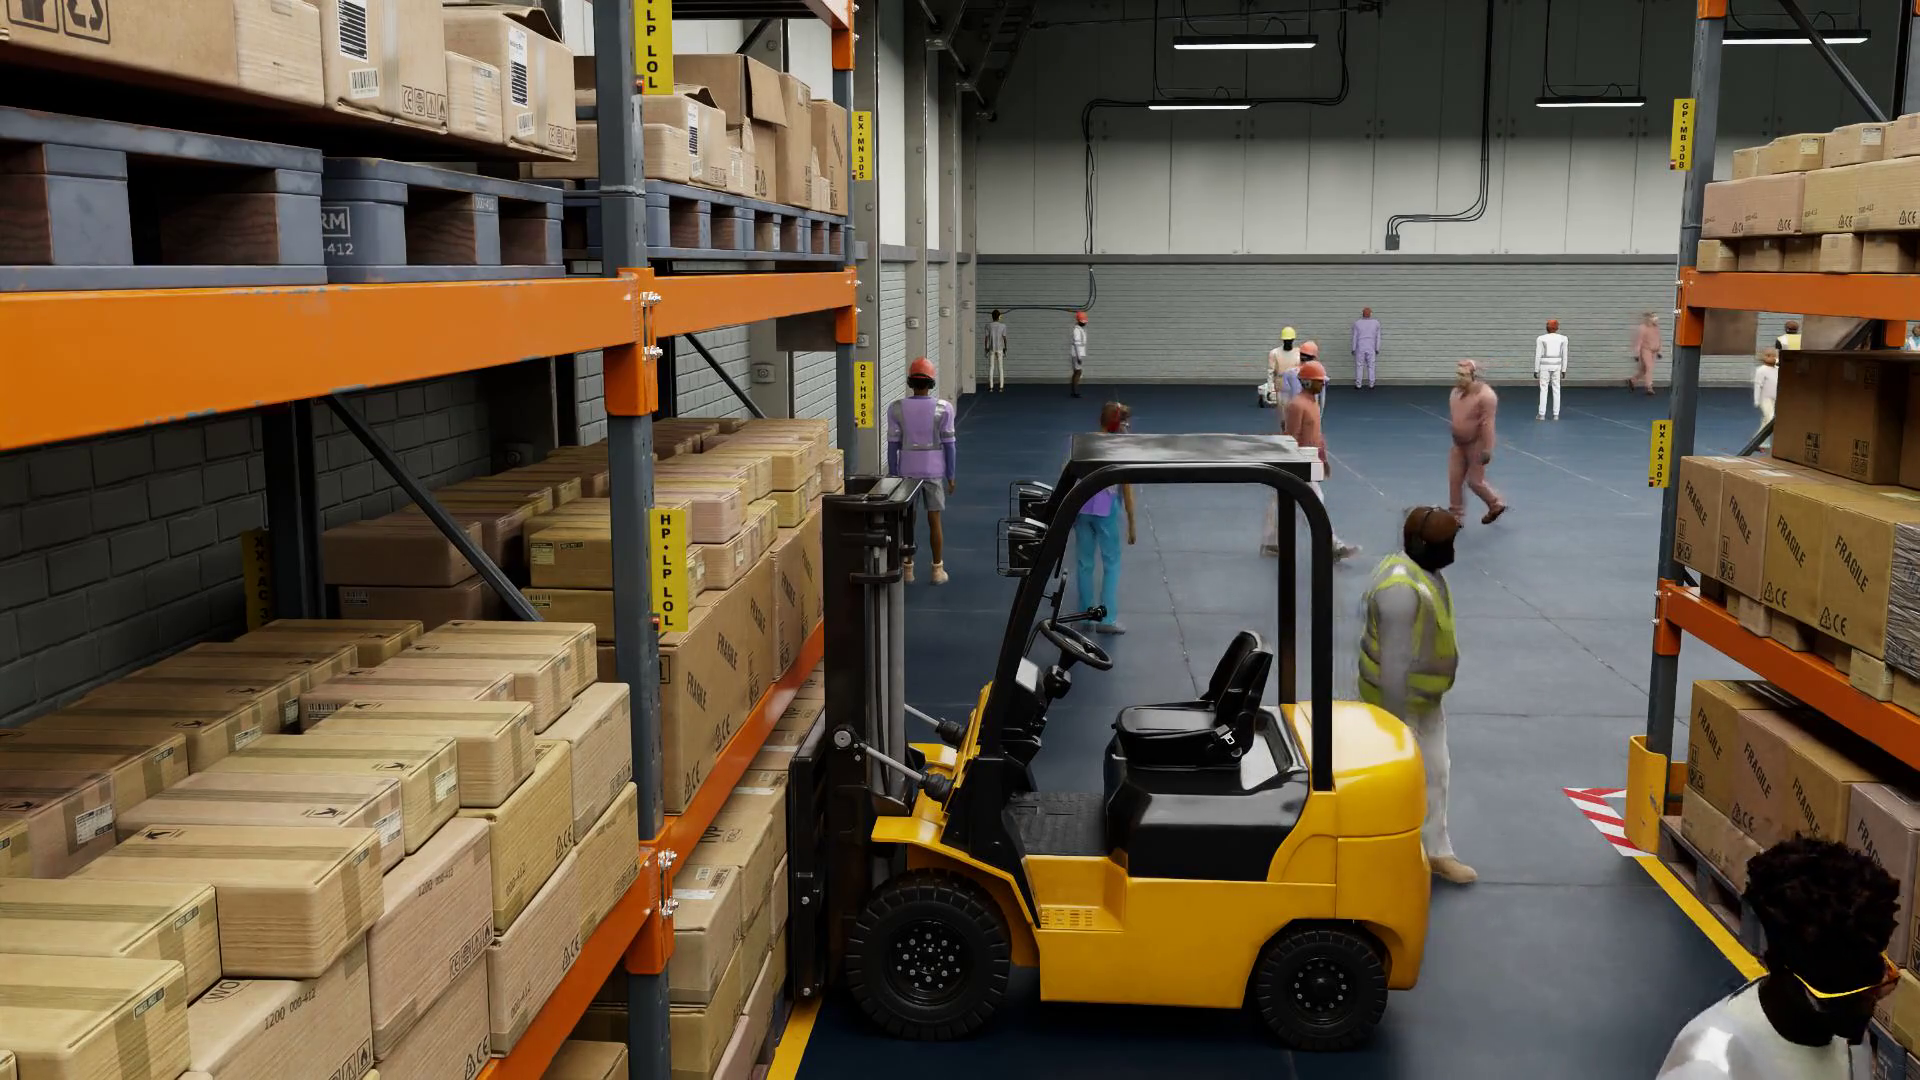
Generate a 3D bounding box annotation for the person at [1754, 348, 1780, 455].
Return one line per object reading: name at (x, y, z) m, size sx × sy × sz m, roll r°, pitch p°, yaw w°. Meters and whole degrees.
person at (12.326, -2.094, 25.231) m, size 0.512 × 1.614 × 0.586 m, roll -5°, pitch 11°, yaw -28°

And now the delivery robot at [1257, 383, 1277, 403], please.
delivery robot at (6.270, -3.006, 33.668) m, size 0.477 × 0.478 × 0.707 m, roll -1°, pitch 10°, yaw -5°

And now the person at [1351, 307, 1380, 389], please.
person at (9.392, -4.435, 38.524) m, size 0.653 × 1.906 × 0.408 m, roll 1°, pitch 9°, yaw 4°

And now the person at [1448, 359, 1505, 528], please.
person at (5.583, -1.032, 18.004) m, size 0.654 × 1.874 × 0.664 m, roll -6°, pitch 11°, yaw -31°

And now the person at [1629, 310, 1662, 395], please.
person at (15.253, -4.167, 36.982) m, size 0.639 × 1.881 × 0.753 m, roll -7°, pitch 12°, yaw -36°

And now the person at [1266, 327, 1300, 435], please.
person at (5.075, -2.352, 25.919) m, size 0.590 × 1.896 × 0.806 m, roll 3°, pitch 10°, yaw 19°

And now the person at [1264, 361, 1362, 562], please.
person at (3.426, -0.762, 16.150) m, size 1.008 × 1.937 × 0.647 m, roll 5°, pitch 10°, yaw 26°

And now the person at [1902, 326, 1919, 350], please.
person at (20.049, -3.688, 34.899) m, size 0.531 × 1.599 × 0.823 m, roll 5°, pitch 11°, yaw 29°

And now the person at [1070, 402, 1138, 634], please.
person at (1.071, -0.164, 12.953) m, size 0.603 × 1.815 × 0.415 m, roll 6°, pitch 11°, yaw 32°

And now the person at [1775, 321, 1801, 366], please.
person at (15.549, -3.182, 31.197) m, size 0.655 × 1.832 × 0.430 m, roll -1°, pitch 9°, yaw -3°

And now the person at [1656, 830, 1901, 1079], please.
person at (1.373, 1.413, 3.023) m, size 0.618 × 1.920 × 0.596 m, roll -6°, pitch 11°, yaw -34°

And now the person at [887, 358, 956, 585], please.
person at (-0.344, -0.613, 14.946) m, size 0.615 × 2.042 × 0.378 m, roll 1°, pitch 9°, yaw 4°

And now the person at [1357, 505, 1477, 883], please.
person at (2.005, 0.704, 7.732) m, size 0.760 × 1.801 × 0.683 m, roll 6°, pitch 11°, yaw 33°

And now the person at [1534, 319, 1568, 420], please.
person at (10.983, -3.172, 30.938) m, size 0.585 × 1.882 × 0.343 m, roll 1°, pitch 9°, yaw 4°

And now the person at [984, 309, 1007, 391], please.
person at (0.814, -4.319, 37.932) m, size 0.535 × 1.869 × 0.314 m, roll 1°, pitch 9°, yaw 4°

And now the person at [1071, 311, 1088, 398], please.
person at (2.595, -4.023, 36.098) m, size 0.470 × 1.884 × 0.722 m, roll 3°, pitch 10°, yaw 15°

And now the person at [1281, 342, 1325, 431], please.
person at (4.494, -1.648, 21.798) m, size 0.545 × 1.871 × 1.071 m, roll 3°, pitch 10°, yaw 20°
